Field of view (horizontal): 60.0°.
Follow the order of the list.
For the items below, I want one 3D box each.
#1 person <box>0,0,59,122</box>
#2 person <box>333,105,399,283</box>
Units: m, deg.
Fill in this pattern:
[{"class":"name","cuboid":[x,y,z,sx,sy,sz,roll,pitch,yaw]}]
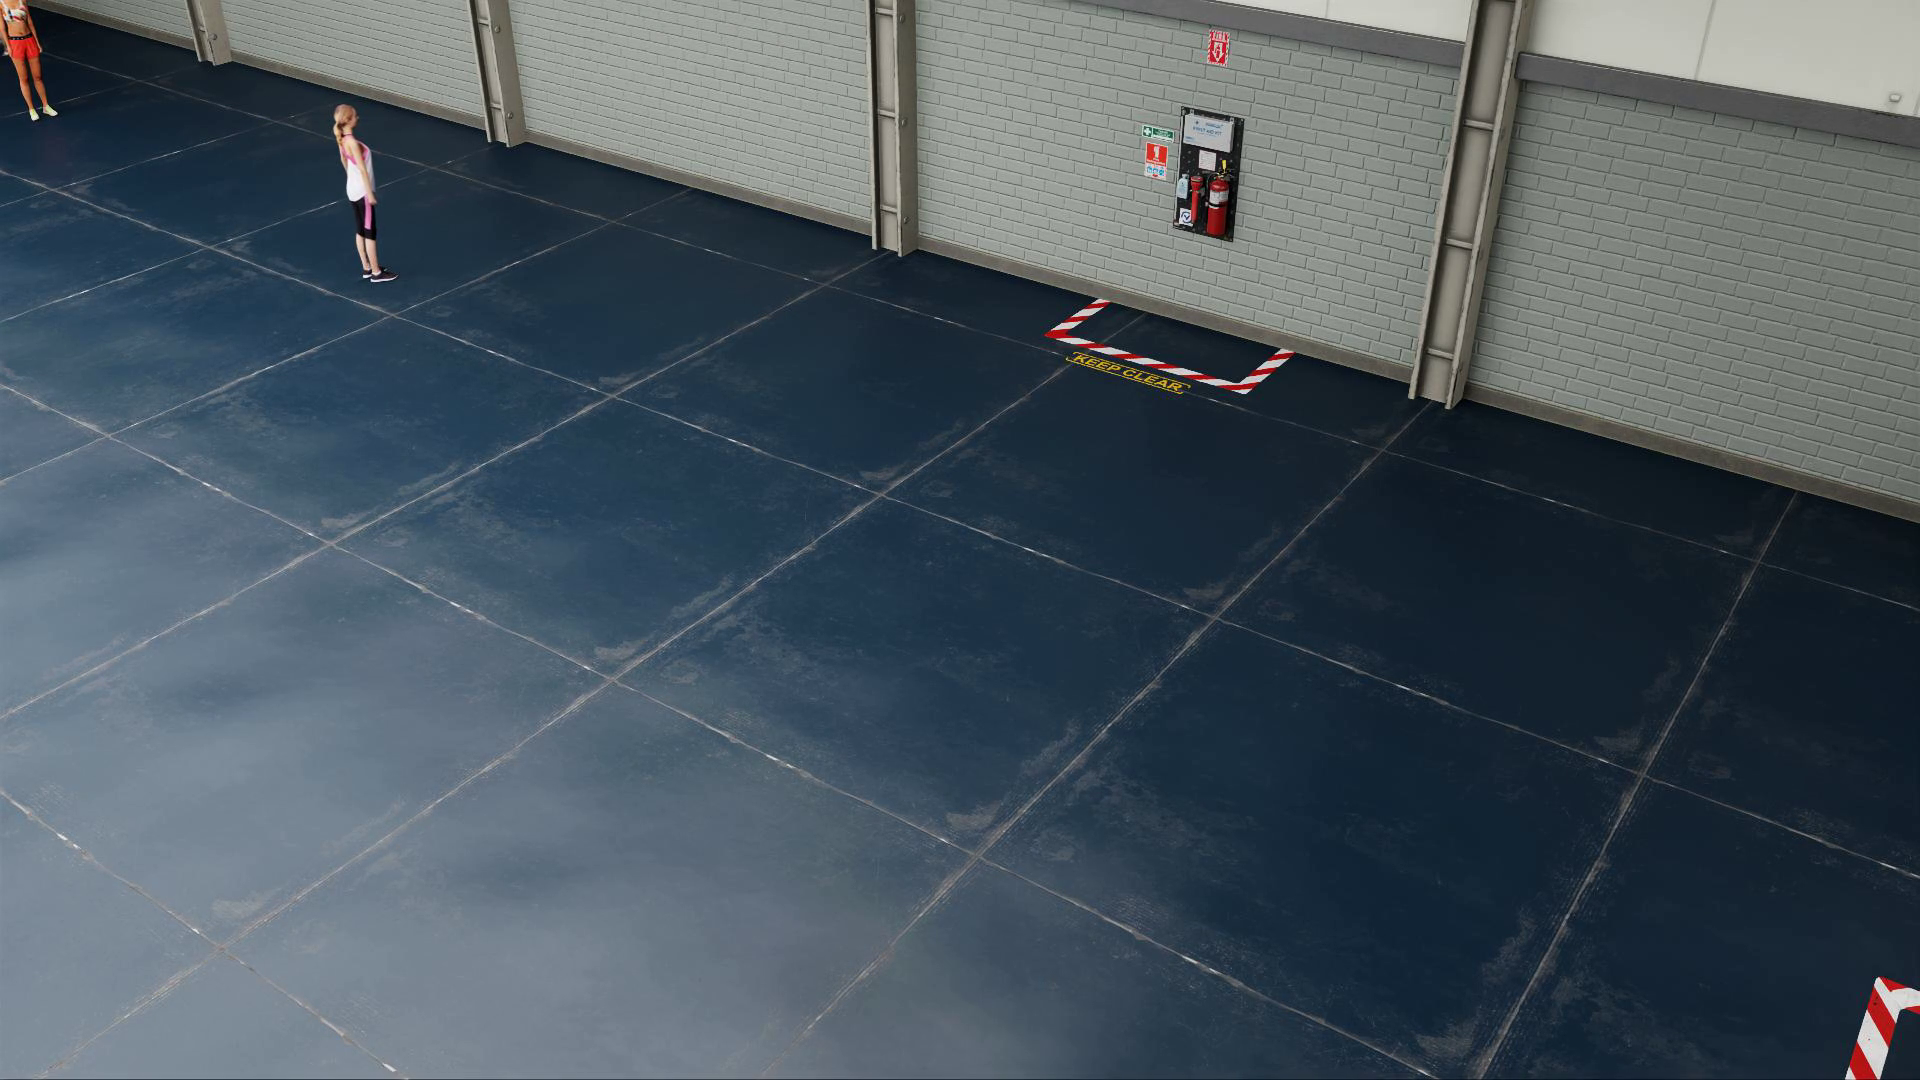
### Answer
[{"class":"person","cuboid":[-11.814,-6.227,20.950,0.589,1.791,0.587,25,40,34]},{"class":"person","cuboid":[-5.971,-3.447,16.545,0.716,1.788,0.544,-24,40,-33]}]
